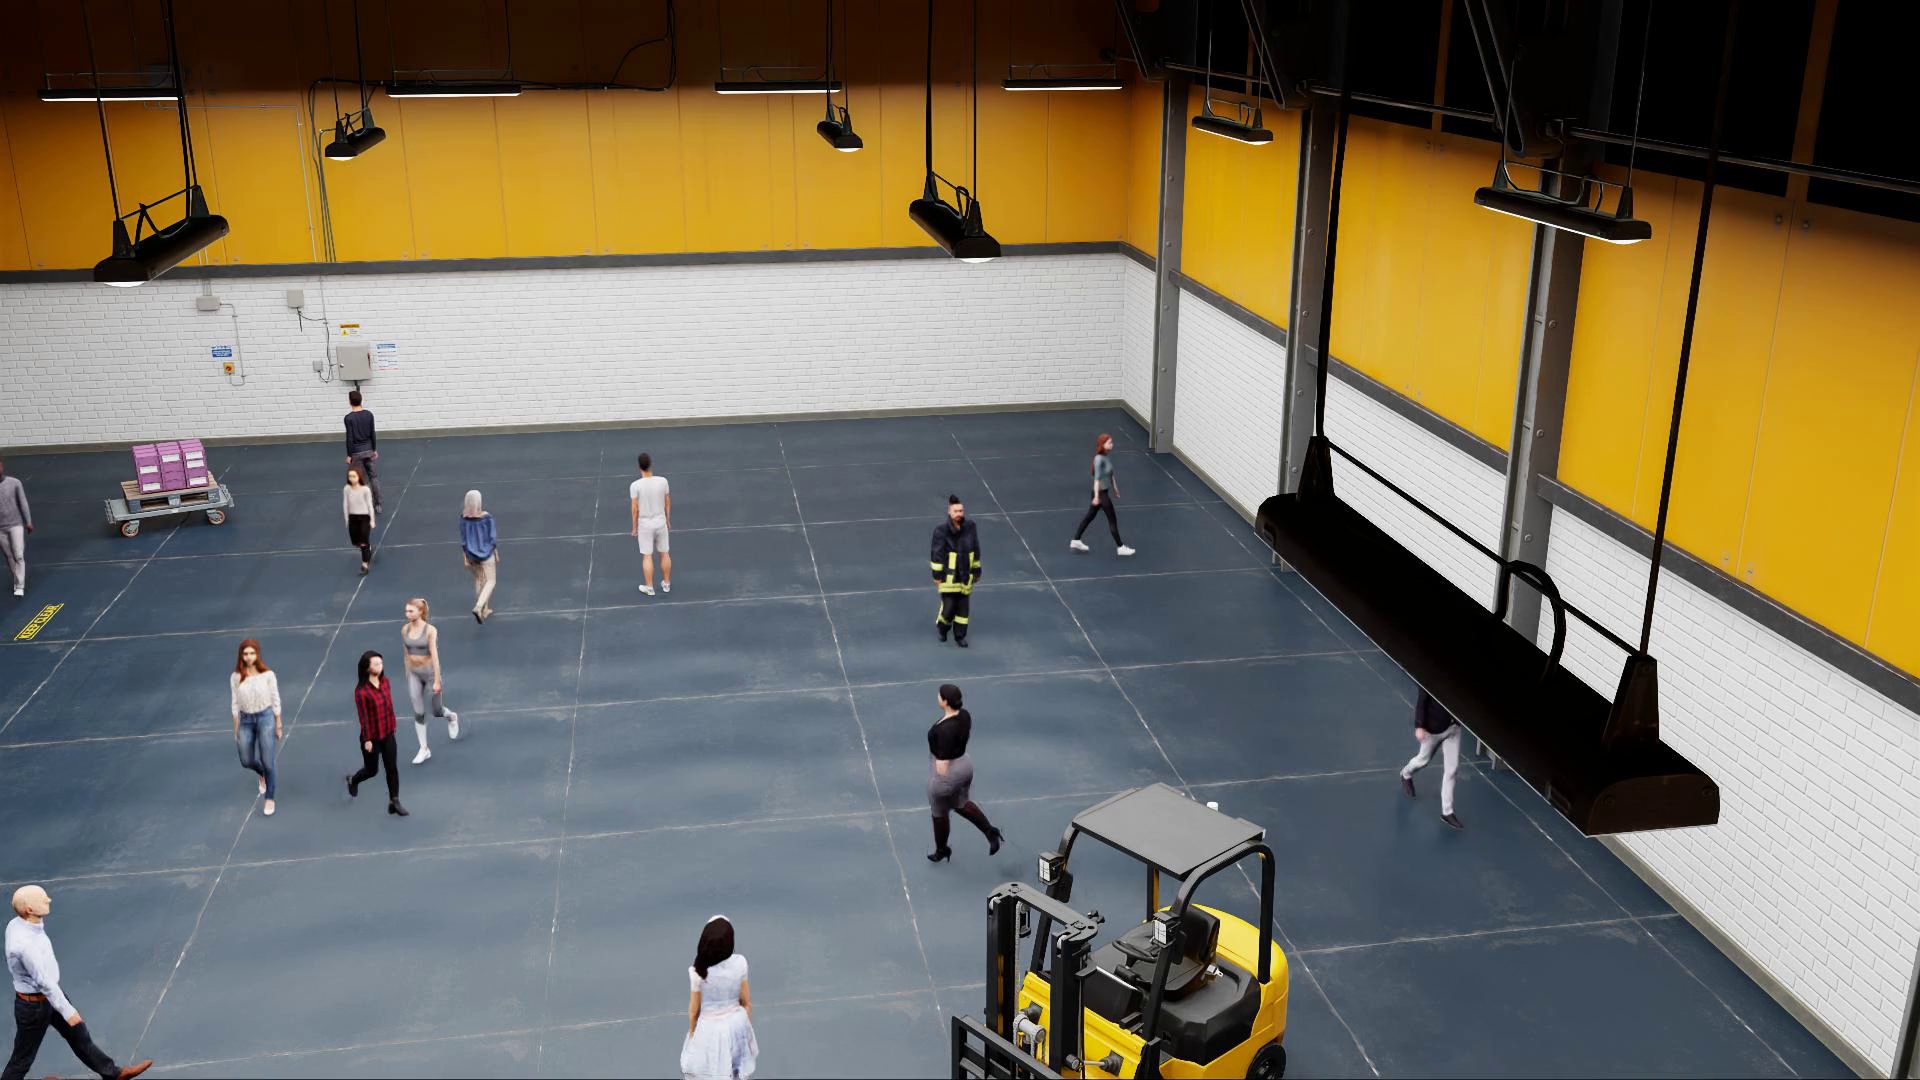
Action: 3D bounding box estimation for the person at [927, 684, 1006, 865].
[{"bbox_3d":[0.008,2.102,14.608,1.028,1.741,1.024,8,20,23],"label":"person"}]

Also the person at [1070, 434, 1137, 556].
[{"bbox_3d":[1.852,-0.604,22.711,1.007,1.697,1.165,6,19,17],"label":"person"}]

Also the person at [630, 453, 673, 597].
[{"bbox_3d":[-3.941,-0.206,21.287,0.759,1.851,0.716,-11,21,-29],"label":"person"}]

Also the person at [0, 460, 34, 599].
[{"bbox_3d":[-12.171,-0.181,21.294,0.797,1.800,1.133,-6,19,-17],"label":"person"}]

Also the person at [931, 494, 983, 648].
[{"bbox_3d":[-0.062,0.339,19.672,0.824,1.850,0.822,-7,20,-21],"label":"person"}]

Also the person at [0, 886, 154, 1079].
[{"bbox_3d":[-6.340,3.219,11.297,0.964,1.735,1.248,-9,21,-25],"label":"person"}]

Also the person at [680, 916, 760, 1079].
[{"bbox_3d":[-1.532,3.329,10.860,0.804,1.808,0.960,-8,20,-24],"label":"person"}]

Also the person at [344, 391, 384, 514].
[{"bbox_3d":[-8.782,-1.273,24.426,0.758,1.869,0.717,15,23,37],"label":"person"}]

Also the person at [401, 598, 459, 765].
[{"bbox_3d":[-5.375,1.378,16.835,0.793,1.691,1.028,4,19,12],"label":"person"}]

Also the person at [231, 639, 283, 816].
[{"bbox_3d":[-6.652,1.724,15.764,0.605,1.719,0.771,-4,19,-12],"label":"person"}]

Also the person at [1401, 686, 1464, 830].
[{"bbox_3d":[4.464,1.722,15.631,0.771,1.807,1.219,-5,19,-15],"label":"person"}]

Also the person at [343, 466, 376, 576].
[{"bbox_3d":[-7.955,-0.284,22.105,0.629,1.478,0.773,0,19,0],"label":"person"}]

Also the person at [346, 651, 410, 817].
[{"bbox_3d":[-5.534,1.822,15.599,0.952,1.637,0.962,8,20,22],"label":"person"}]

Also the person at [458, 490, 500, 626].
[{"bbox_3d":[-5.855,0.238,20.235,0.798,1.680,1.030,2,19,7],"label":"person"}]
